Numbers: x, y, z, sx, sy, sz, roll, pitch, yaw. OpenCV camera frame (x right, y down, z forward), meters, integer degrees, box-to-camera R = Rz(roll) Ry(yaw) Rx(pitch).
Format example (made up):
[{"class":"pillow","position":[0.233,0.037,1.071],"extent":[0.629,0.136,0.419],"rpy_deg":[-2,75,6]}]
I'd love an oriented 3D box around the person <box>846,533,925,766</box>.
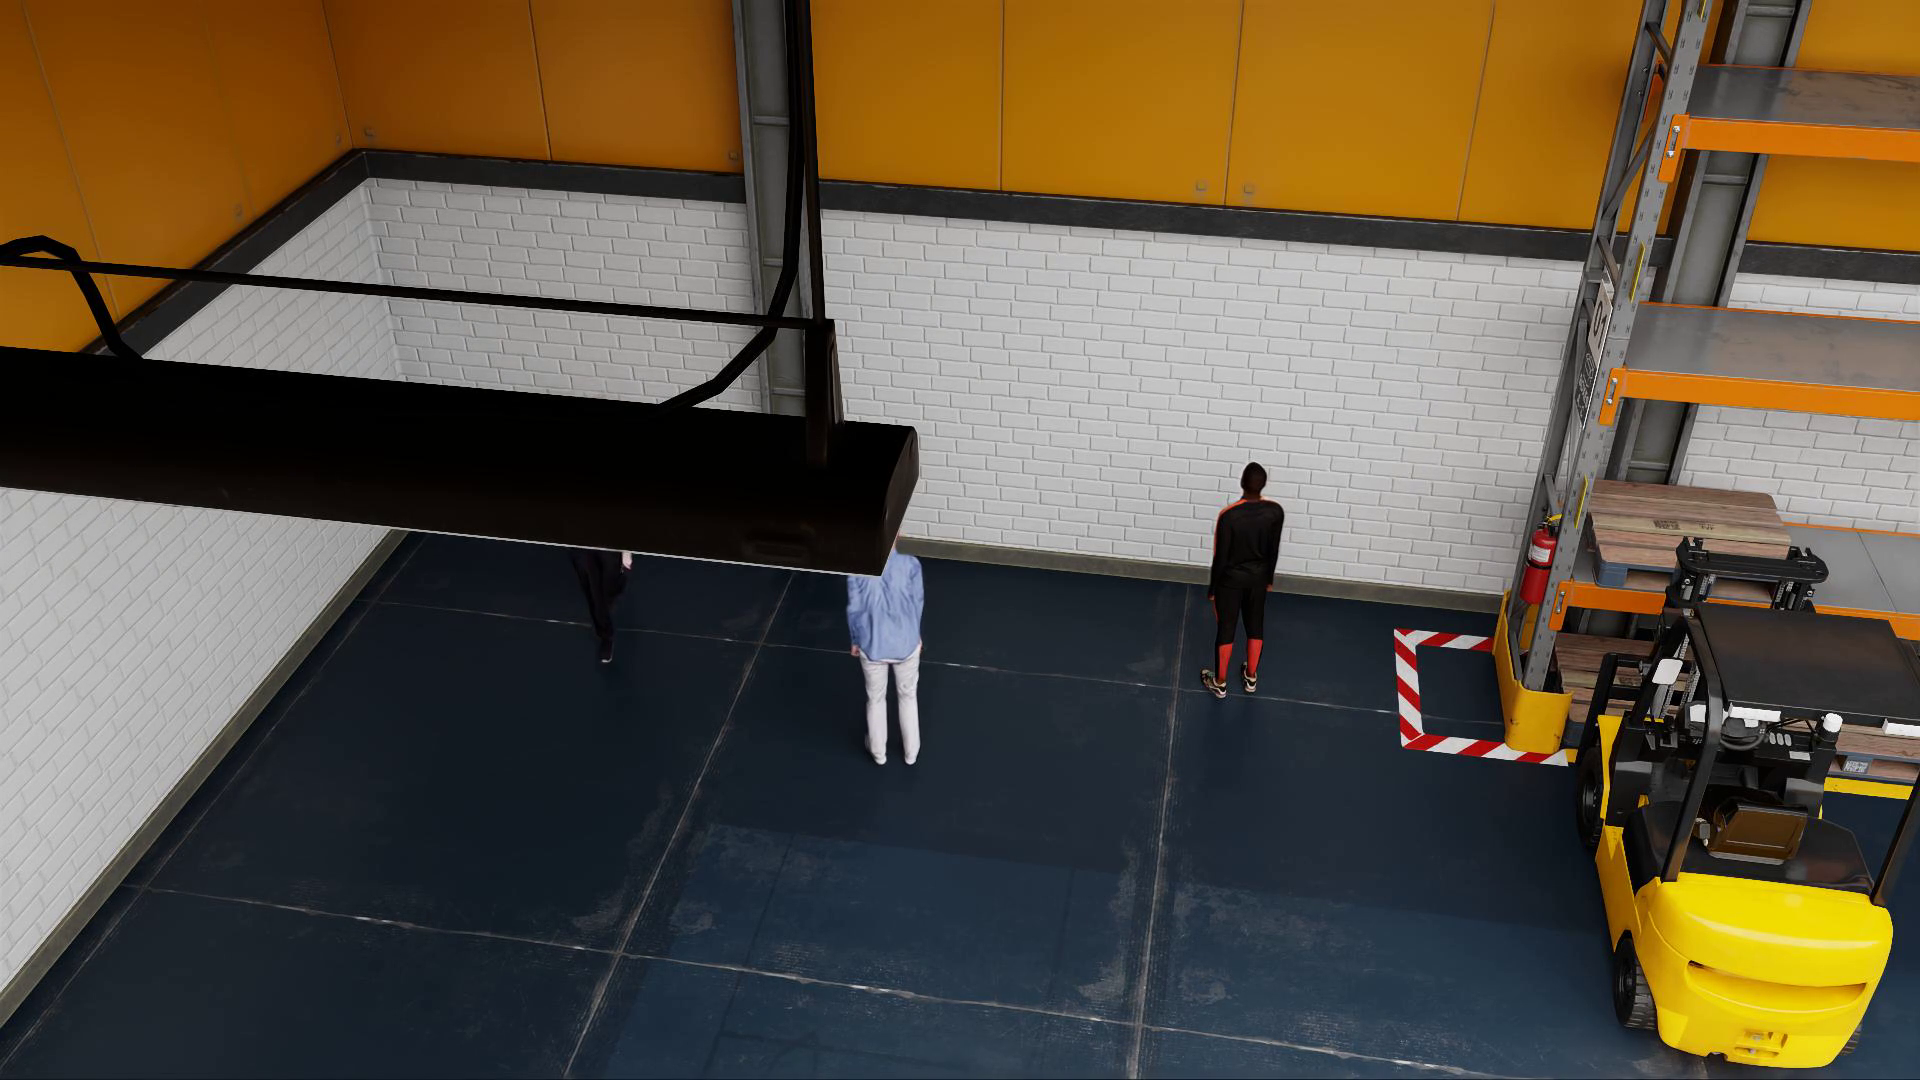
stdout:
[{"class":"person","position":[-0.448,0.637,10.516],"extent":[0.628,1.881,0.770],"rpy_deg":[-3,34,-4]}]

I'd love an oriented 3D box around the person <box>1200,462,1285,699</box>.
[{"class":"person","position":[1.896,0.263,11.144],"extent":[0.608,1.808,0.751],"rpy_deg":[-7,34,-11]}]
